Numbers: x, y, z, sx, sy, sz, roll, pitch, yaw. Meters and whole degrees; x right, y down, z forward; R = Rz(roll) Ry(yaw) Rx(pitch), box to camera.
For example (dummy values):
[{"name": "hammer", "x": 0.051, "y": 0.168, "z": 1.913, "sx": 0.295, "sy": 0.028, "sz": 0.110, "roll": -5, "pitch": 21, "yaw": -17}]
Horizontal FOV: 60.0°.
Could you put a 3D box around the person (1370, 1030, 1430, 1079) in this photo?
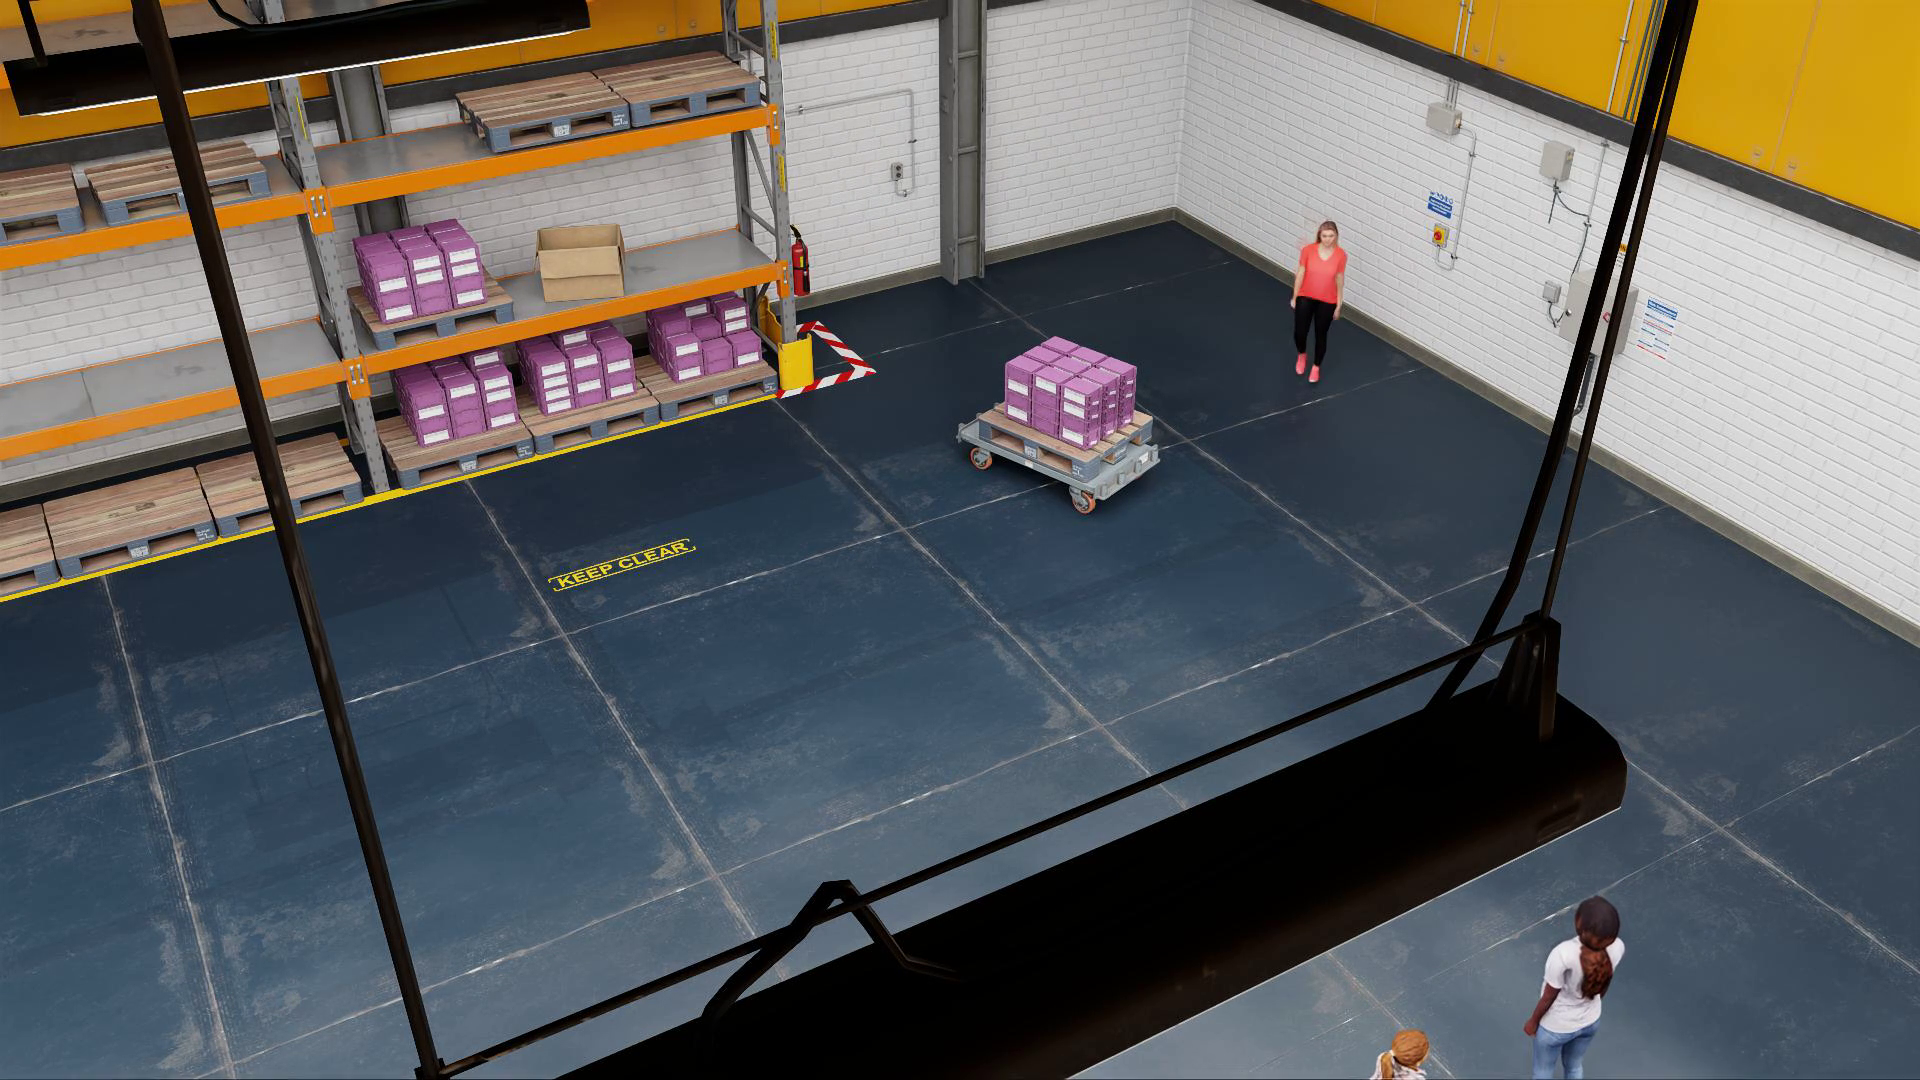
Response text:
[{"name": "person", "x": 2.202, "y": 2.946, "z": 8.420, "sx": 0.525, "sy": 1.312, "sz": 0.532, "roll": -20, "pitch": 38, "yaw": -27}]

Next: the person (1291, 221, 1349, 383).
[{"name": "person", "x": 3.448, "y": -2.325, "z": 16.022, "sx": 0.776, "sy": 1.675, "sz": 0.832, "roll": 8, "pitch": 35, "yaw": 12}]

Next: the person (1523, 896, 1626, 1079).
[{"name": "person", "x": 3.186, "y": 2.508, "z": 8.710, "sx": 0.526, "sy": 1.719, "sz": 0.688, "roll": -10, "pitch": 35, "yaw": -15}]
